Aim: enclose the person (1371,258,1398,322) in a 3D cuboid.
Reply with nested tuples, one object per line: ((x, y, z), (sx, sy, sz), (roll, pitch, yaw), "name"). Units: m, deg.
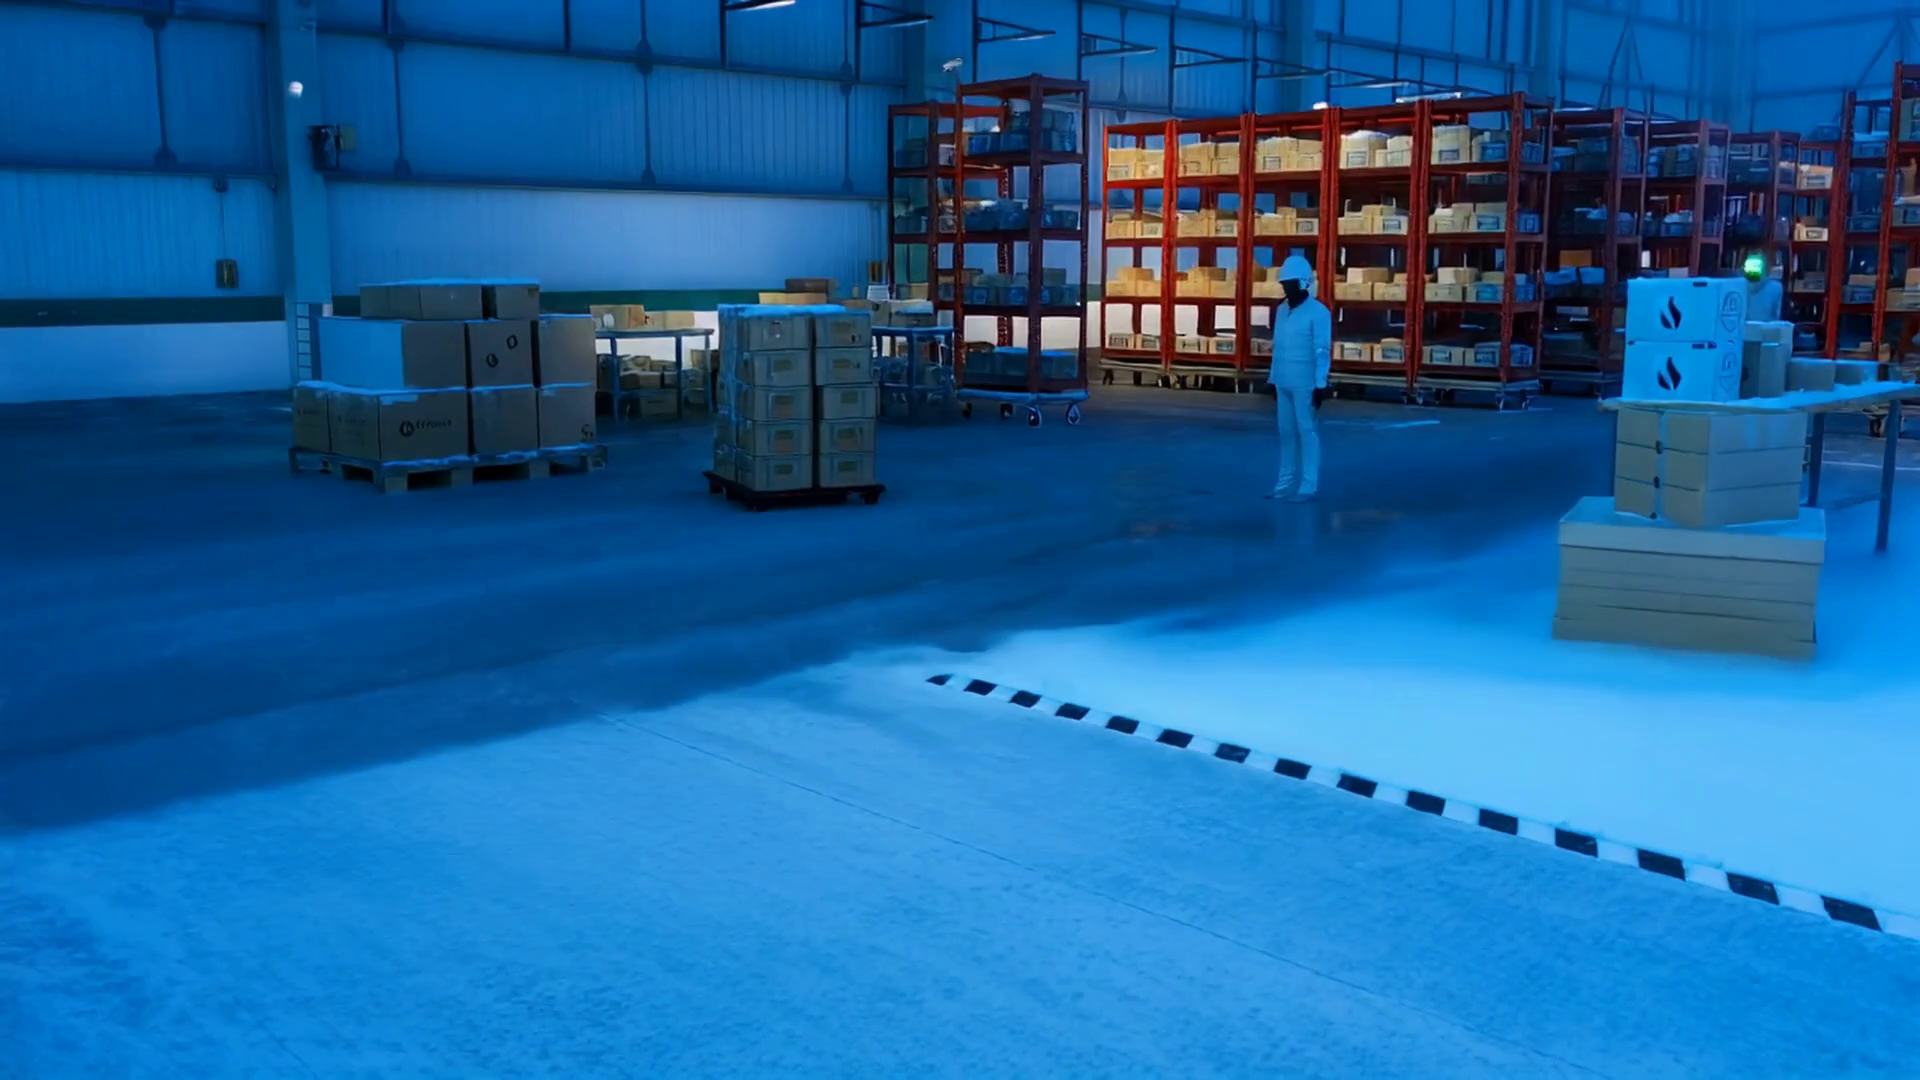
((8.067, -4.449, 31.591), (0.599, 1.809, 0.777), (7, 12, 35), "person")

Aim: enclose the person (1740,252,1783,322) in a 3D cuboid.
((8.088, -2.030, 17.039), (0.595, 1.797, 0.936), (5, 11, 29), "person")

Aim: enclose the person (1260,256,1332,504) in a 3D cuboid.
((2.372, -1.129, 11.790), (0.345, 1.746, 0.573), (-5, 11, -26), "person")
